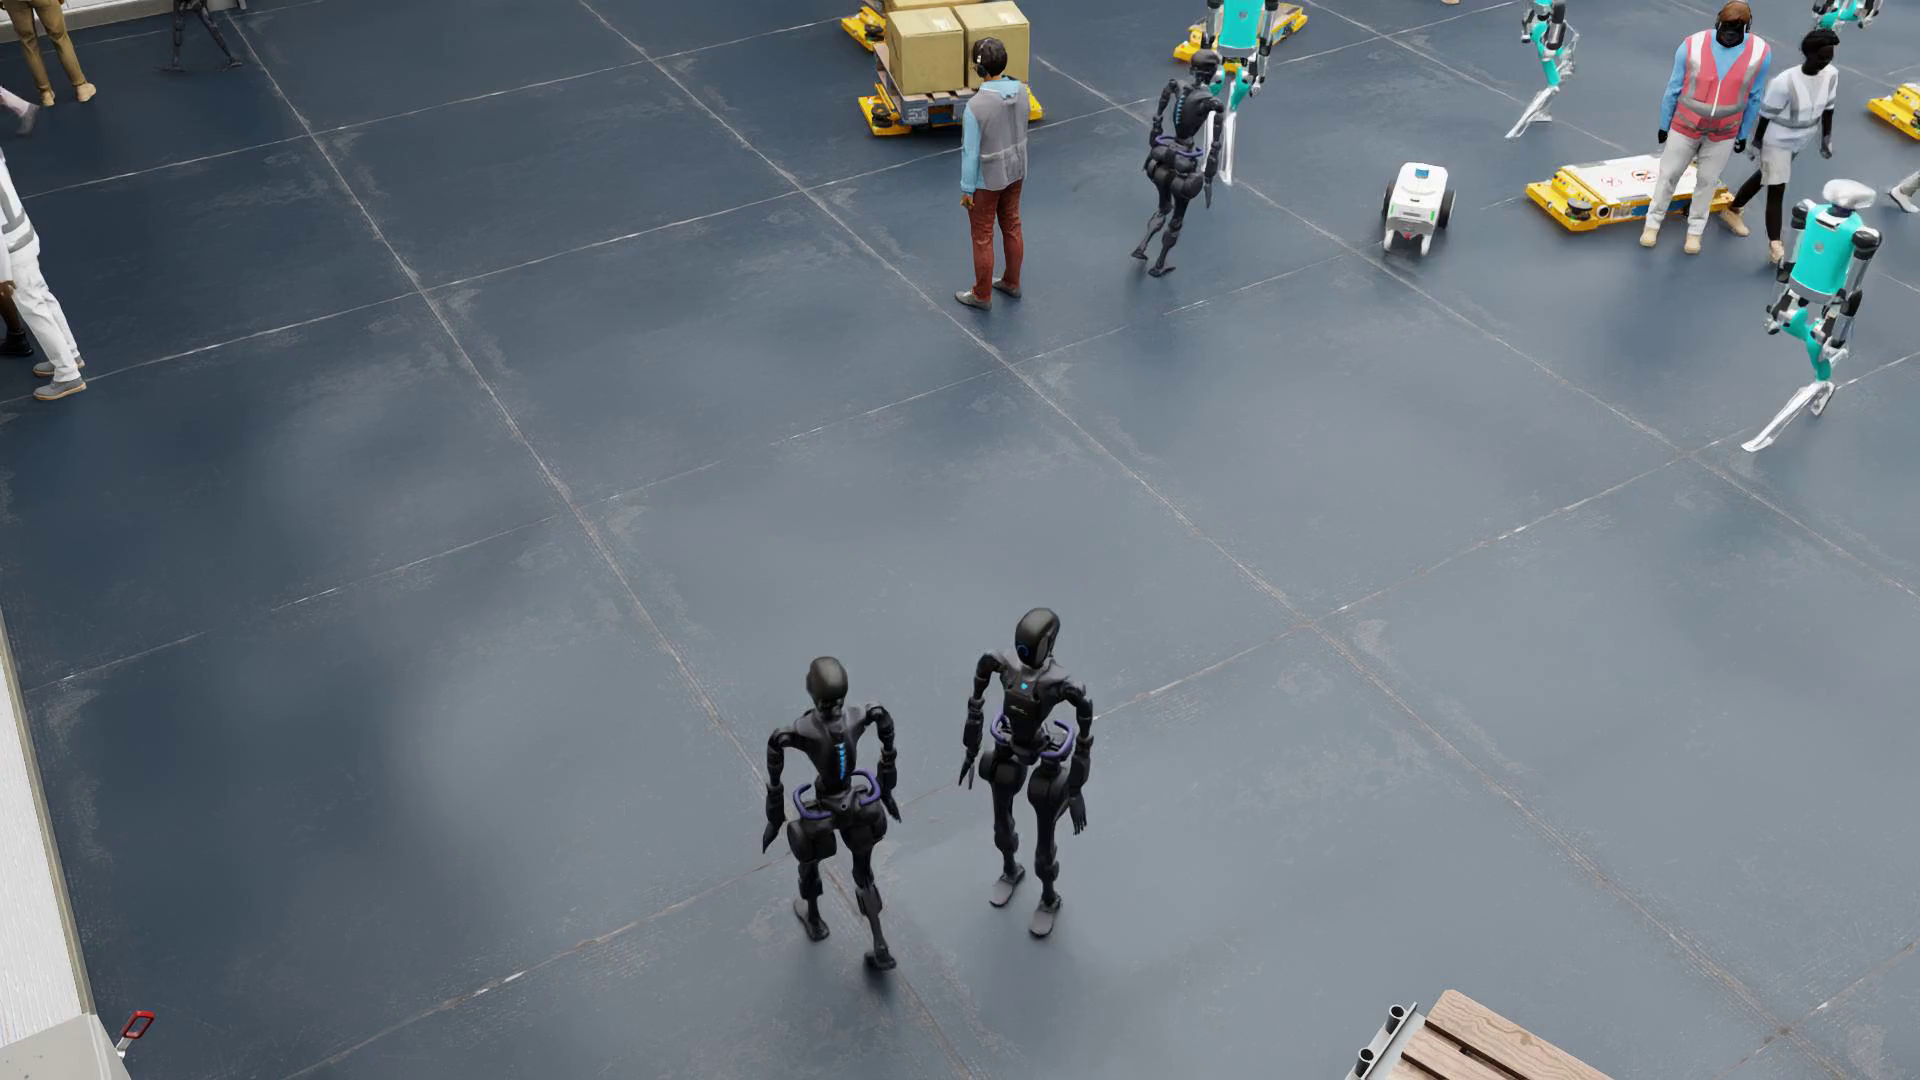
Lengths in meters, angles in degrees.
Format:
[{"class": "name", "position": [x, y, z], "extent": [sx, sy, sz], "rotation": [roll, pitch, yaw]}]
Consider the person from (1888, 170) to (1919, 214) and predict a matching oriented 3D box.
[{"class": "person", "position": [7.323, -2.988, 11.985], "extent": [0.823, 1.603, 0.518], "rotation": [29, 47, 31]}]

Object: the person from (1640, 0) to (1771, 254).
[{"class": "person", "position": [5.229, -2.896, 11.691], "extent": [0.630, 1.837, 0.431], "rotation": [12, 40, 14]}]

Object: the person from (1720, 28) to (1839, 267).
[{"class": "person", "position": [5.847, -2.782, 11.682], "extent": [0.543, 1.646, 0.871], "rotation": [-15, 41, -18]}]

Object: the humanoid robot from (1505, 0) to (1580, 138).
[{"class": "humanoid robot", "position": [4.774, -4.037, 13.212], "extent": [0.763, 1.791, 0.551], "rotation": [-6, 39, -8]}]

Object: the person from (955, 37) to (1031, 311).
[{"class": "person", "position": [0.232, -2.397, 11.028], "extent": [0.534, 1.872, 0.415], "rotation": [-30, 47, -32]}]

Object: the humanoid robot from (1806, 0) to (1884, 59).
[{"class": "humanoid robot", "position": [7.320, -4.478, 13.825], "extent": [0.537, 1.773, 0.931], "rotation": [5, 39, 7]}]

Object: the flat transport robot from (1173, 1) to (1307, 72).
[{"class": "flat transport robot", "position": [2.569, -4.632, 15.136], "extent": [0.659, 0.231, 1.431], "rotation": [22, 44, 26]}]

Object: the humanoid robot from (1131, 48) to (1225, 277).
[{"class": "humanoid robot", "position": [1.483, -2.567, 11.407], "extent": [0.620, 1.632, 0.442], "rotation": [31, 48, 33]}]

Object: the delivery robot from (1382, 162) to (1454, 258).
[{"class": "delivery robot", "position": [3.346, -2.464, 12.185], "extent": [0.499, 0.612, 0.805], "rotation": [13, 40, 15]}]

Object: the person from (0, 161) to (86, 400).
[{"class": "person", "position": [-5.835, -1.753, 10.215], "extent": [0.351, 1.876, 0.568], "rotation": [-15, 41, -18]}]

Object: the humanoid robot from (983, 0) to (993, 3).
[{"class": "humanoid robot", "position": [0.078, -4.438, 13.761], "extent": [0.326, 1.646, 0.612], "rotation": [-19, 42, -22]}]

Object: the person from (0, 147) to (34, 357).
[{"class": "person", "position": [-6.233, -2.069, 10.561], "extent": [0.351, 1.938, 0.544], "rotation": [16, 41, 20]}]

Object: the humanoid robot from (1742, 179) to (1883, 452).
[{"class": "humanoid robot", "position": [5.212, -1.370, 9.856], "extent": [0.951, 1.769, 0.538], "rotation": [-20, 42, -23]}]

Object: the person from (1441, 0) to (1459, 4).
[{"class": "person", "position": [4.808, -6.013, 15.579], "extent": [0.583, 1.882, 0.337], "rotation": [-26, 45, -29]}]

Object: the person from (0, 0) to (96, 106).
[{"class": "person", "position": [-7.669, -4.450, 13.700], "extent": [0.521, 1.767, 0.378], "rotation": [-9, 39, -12]}]

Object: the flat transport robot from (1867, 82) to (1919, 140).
[{"class": "flat transport robot", "position": [8.407, -3.603, 13.839], "extent": [1.431, 0.231, 0.659], "rotation": [-8, 39, -10]}]

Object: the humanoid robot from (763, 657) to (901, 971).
[{"class": "humanoid robot", "position": [-0.508, 1.115, 6.766], "extent": [0.591, 1.640, 0.617], "rotation": [-15, 41, -19]}]

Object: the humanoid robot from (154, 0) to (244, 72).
[{"class": "humanoid robot", "position": [-6.684, -4.767, 14.189], "extent": [0.684, 1.640, 0.609], "rotation": [-30, 47, -32]}]

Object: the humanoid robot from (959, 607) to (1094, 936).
[{"class": "humanoid robot", "position": [0.278, 0.950, 6.950], "extent": [0.602, 1.654, 0.342], "rotation": [17, 41, 20]}]

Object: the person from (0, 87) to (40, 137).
[{"class": "person", "position": [-7.797, -3.907, 12.973], "extent": [0.680, 1.816, 0.596], "rotation": [-14, 41, -17]}]

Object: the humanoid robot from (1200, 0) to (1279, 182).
[{"class": "humanoid robot", "position": [2.053, -3.609, 12.647], "extent": [0.543, 1.774, 0.701], "rotation": [1, 38, 1]}]

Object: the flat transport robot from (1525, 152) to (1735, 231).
[{"class": "flat transport robot", "position": [5.119, -2.654, 12.641], "extent": [1.431, 0.231, 0.659], "rotation": [-10, 39, -12]}]

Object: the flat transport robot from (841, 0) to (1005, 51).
[{"class": "flat transport robot", "position": [-0.318, -4.836, 15.394], "extent": [1.431, 0.231, 0.659], "rotation": [-17, 42, -21]}]

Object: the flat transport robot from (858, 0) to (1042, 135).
[{"class": "flat transport robot", "position": [-0.086, -3.661, 13.911], "extent": [1.431, 0.231, 0.659], "rotation": [-9, 39, -11]}]
